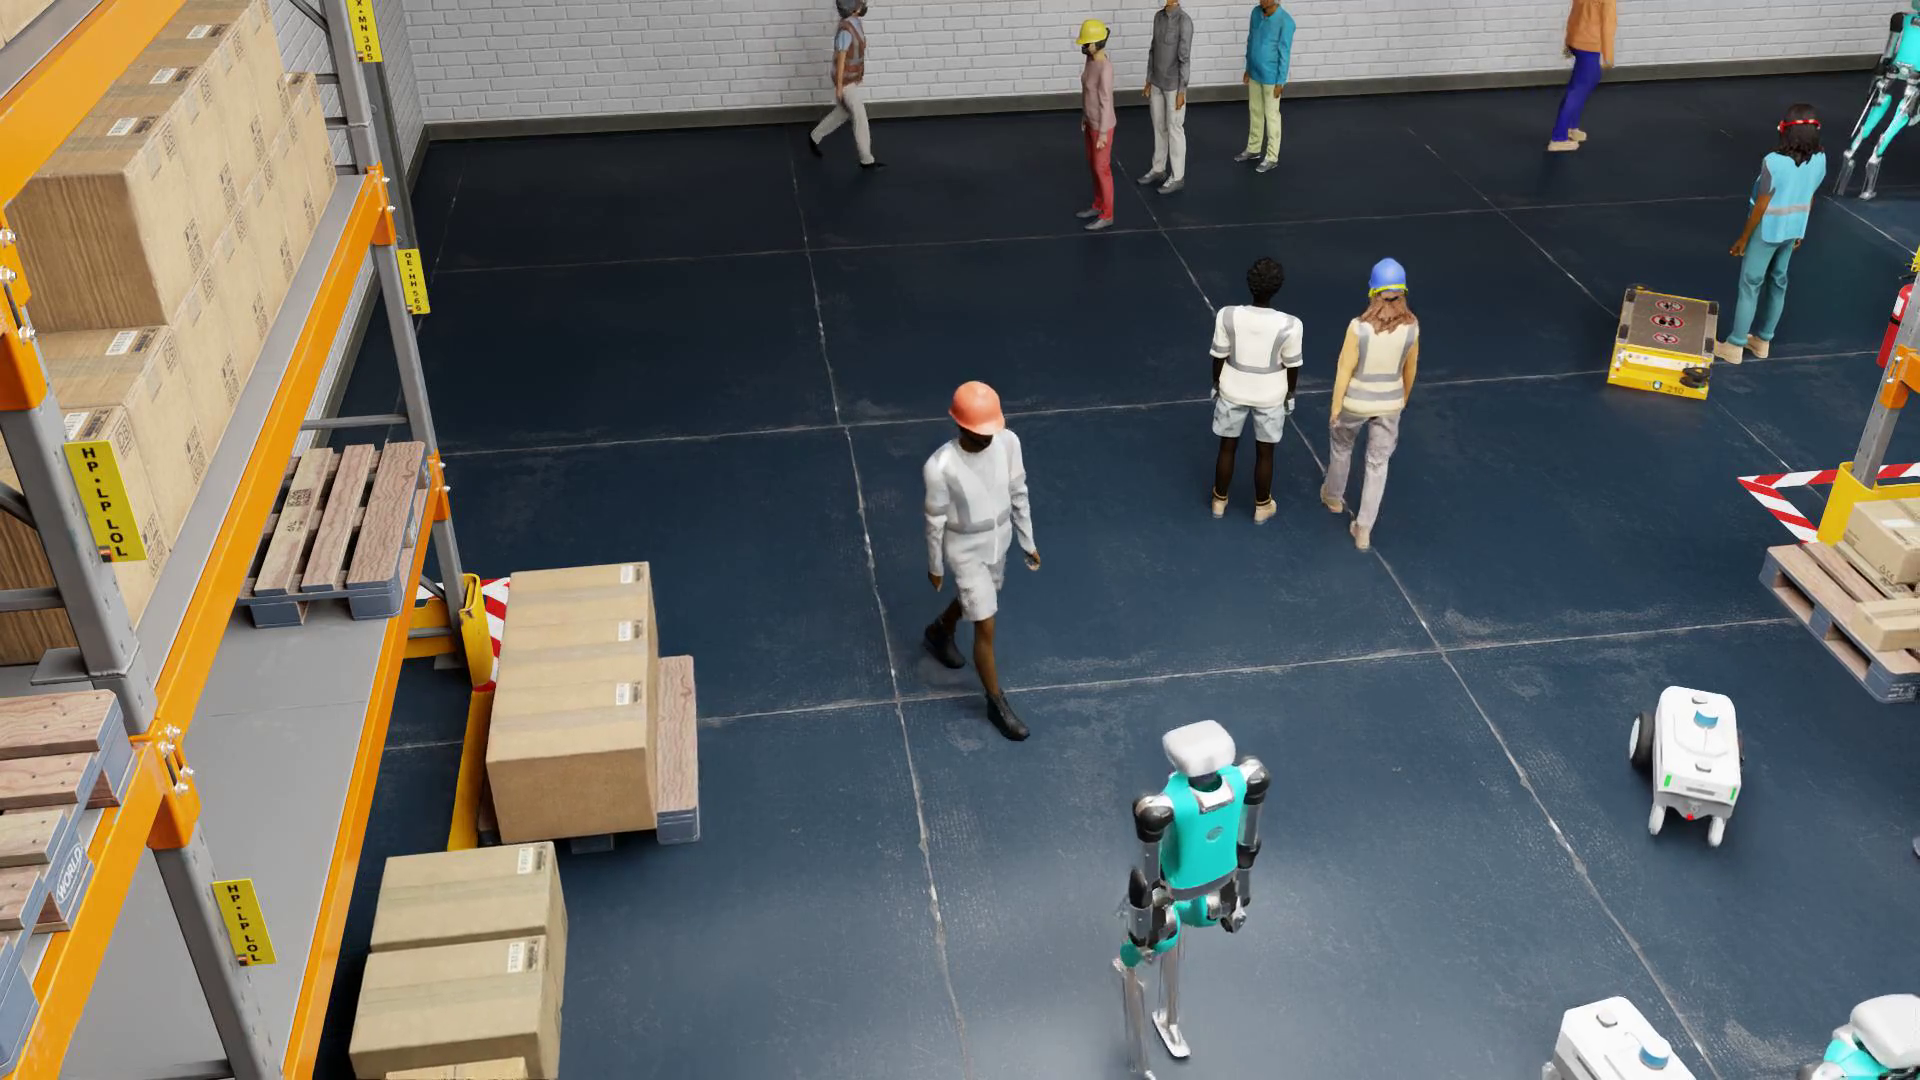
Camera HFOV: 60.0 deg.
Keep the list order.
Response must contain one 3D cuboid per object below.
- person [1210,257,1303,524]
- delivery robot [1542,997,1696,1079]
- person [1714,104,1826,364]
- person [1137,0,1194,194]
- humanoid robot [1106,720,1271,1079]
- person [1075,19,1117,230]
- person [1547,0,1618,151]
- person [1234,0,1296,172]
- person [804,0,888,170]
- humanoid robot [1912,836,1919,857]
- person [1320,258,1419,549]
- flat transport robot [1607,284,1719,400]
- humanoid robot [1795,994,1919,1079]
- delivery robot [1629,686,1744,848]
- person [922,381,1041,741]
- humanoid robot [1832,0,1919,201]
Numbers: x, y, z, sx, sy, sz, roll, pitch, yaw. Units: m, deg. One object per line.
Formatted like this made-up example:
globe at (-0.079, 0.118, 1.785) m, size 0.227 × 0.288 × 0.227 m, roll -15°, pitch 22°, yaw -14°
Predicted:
person at (1.741, -0.874, 9.883) m, size 0.539 × 1.695 × 0.317 m, roll 10°, pitch 35°, yaw 16°
delivery robot at (2.595, 2.141, 6.311) m, size 0.499 × 0.595 × 0.770 m, roll -10°, pitch 34°, yaw -15°
person at (5.684, -2.122, 11.644) m, size 0.519 × 1.865 × 0.391 m, roll -9°, pitch 34°, yaw -14°
person at (1.825, -3.984, 14.480) m, size 0.391 × 1.892 × 0.542 m, roll -18°, pitch 37°, yaw -26°
humanoid robot at (0.795, 1.336, 6.440) m, size 0.547 × 1.777 × 0.662 m, roll -14°, pitch 36°, yaw -20°
person at (1.108, -3.432, 13.760) m, size 0.371 × 1.752 × 0.514 m, roll -6°, pitch 34°, yaw -9°
person at (5.820, -4.540, 15.260) m, size 0.611 × 1.964 × 0.507 m, roll -4°, pitch 33°, yaw -6°
person at (2.725, -4.199, 14.939) m, size 0.355 × 1.743 × 0.561 m, roll -17°, pitch 37°, yaw -24°
person at (-1.073, -4.170, 14.975) m, size 0.775 × 1.650 × 0.490 m, roll 6°, pitch 34°, yaw 10°
humanoid robot at (4.632, 0.942, 7.136) m, size 0.584 × 1.632 × 0.655 m, roll -5°, pitch 34°, yaw -8°
person at (2.404, -0.844, 9.786) m, size 0.482 × 1.752 × 0.720 m, roll 1°, pitch 33°, yaw 1°
flat transport robot at (5.119, -1.455, 12.082) m, size 0.659 × 0.231 × 1.431 m, roll 13°, pitch 35°, yaw 19°
humanoid robot at (2.806, 2.203, 5.089) m, size 0.531 × 1.748 × 0.709 m, roll -13°, pitch 35°, yaw -19°
delivery robot at (3.521, 1.042, 7.981) m, size 0.499 × 0.580 × 0.766 m, roll 10°, pitch 35°, yaw 15°
person at (0.066, 0.013, 8.349) m, size 0.558 × 1.899 × 0.954 m, roll -24°, pitch 40°, yaw -32°
humanoid robot at (7.904, -3.674, 14.199) m, size 0.660 × 1.853 × 0.532 m, roll -22°, pitch 39°, yaw -30°
